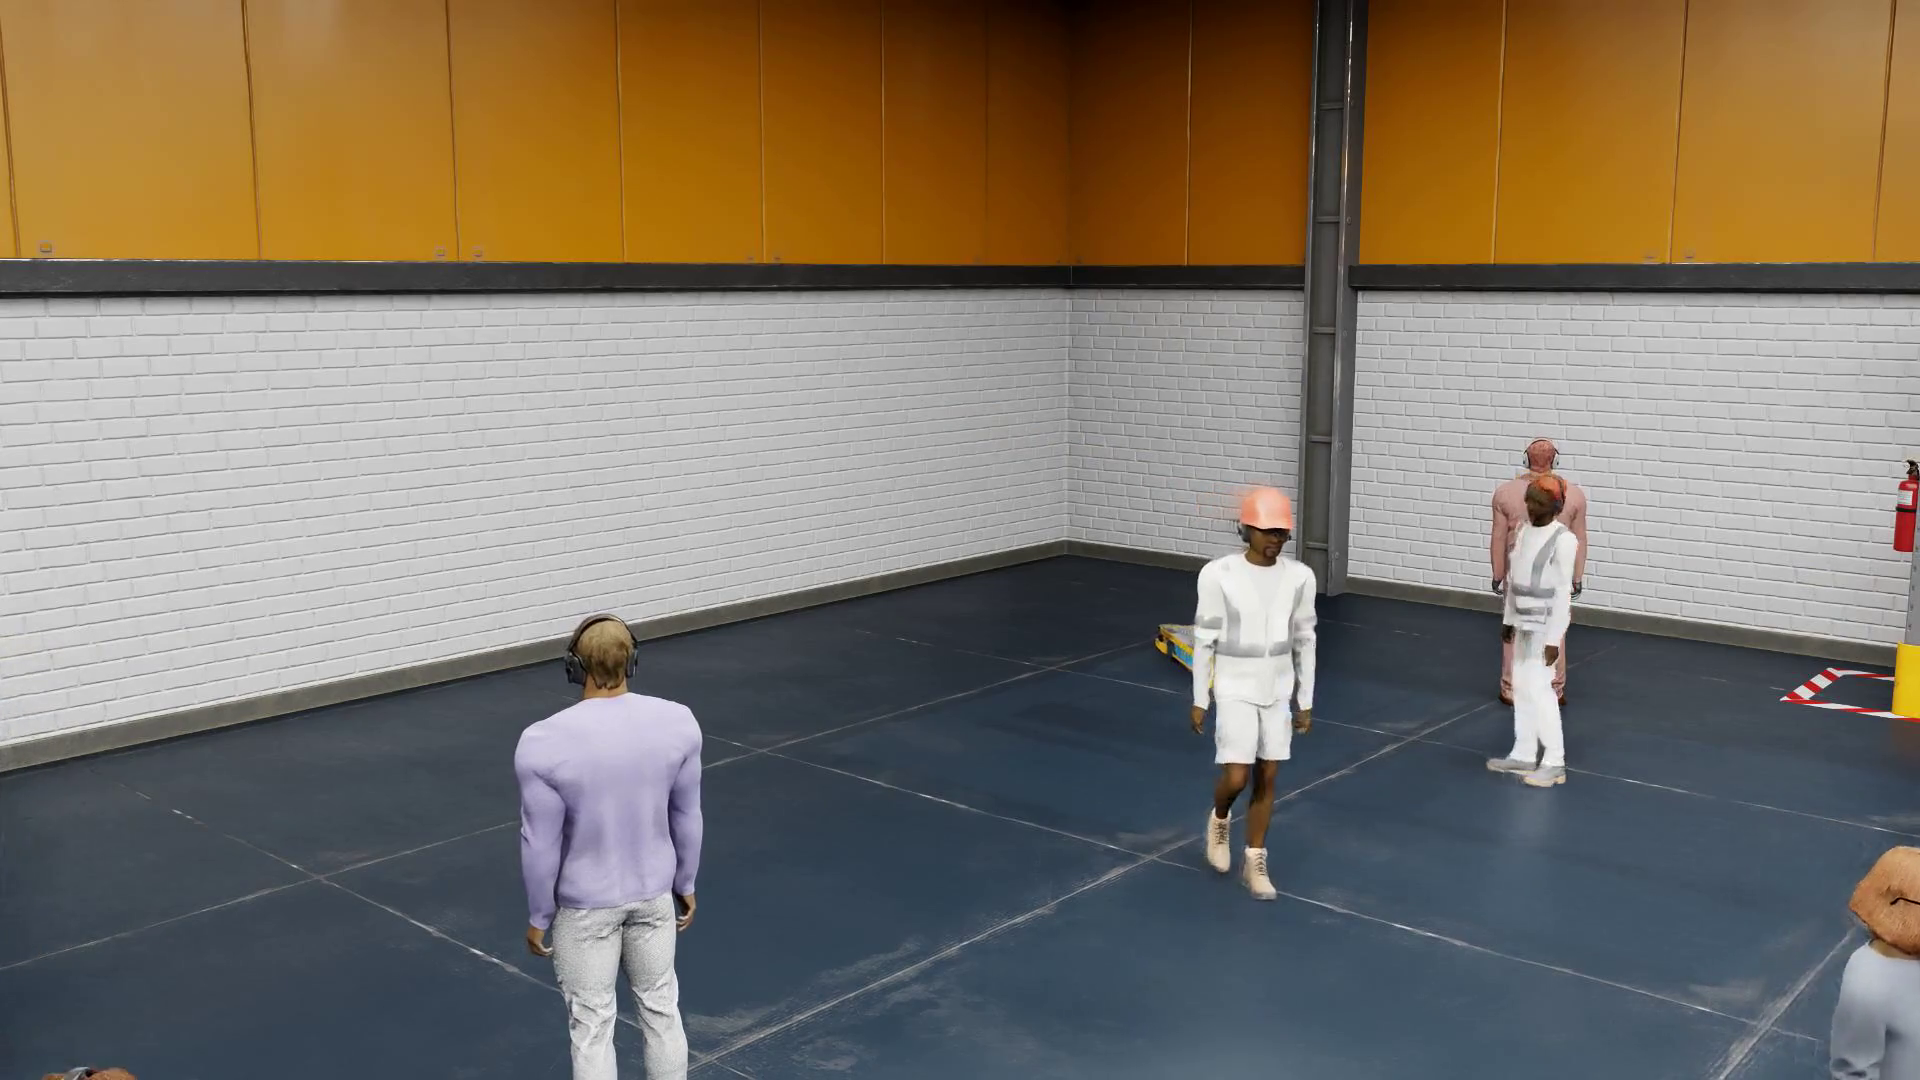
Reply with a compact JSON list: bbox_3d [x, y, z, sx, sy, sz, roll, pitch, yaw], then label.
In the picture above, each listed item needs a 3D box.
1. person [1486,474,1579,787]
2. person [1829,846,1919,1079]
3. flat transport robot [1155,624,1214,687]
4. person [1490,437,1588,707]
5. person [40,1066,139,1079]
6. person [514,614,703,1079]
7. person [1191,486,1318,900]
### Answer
[{"bbox_3d":[3.453,0.530,9.947,0.378,1.865,0.628,-1,9,-6],"label":"person"},{"bbox_3d":[2.353,1.549,4.366,0.504,1.610,0.739,-8,12,-41],"label":"person"},{"bbox_3d":[2.016,0.866,12.815,0.652,0.197,1.431,-2,9,-9],"label":"flat transport robot"},{"bbox_3d":[4.049,0.231,11.674,0.643,1.913,0.411,3,10,19],"label":"person"},{"bbox_3d":[-1.261,1.713,2.676,0.847,1.809,0.660,0,9,-1],"label":"person"},{"bbox_3d":[-1.158,1.193,5.545,0.631,1.940,0.372,-6,11,-32],"label":"person"},{"bbox_3d":[1.430,0.738,8.114,0.639,2.031,0.483,-2,9,-14],"label":"person"}]
